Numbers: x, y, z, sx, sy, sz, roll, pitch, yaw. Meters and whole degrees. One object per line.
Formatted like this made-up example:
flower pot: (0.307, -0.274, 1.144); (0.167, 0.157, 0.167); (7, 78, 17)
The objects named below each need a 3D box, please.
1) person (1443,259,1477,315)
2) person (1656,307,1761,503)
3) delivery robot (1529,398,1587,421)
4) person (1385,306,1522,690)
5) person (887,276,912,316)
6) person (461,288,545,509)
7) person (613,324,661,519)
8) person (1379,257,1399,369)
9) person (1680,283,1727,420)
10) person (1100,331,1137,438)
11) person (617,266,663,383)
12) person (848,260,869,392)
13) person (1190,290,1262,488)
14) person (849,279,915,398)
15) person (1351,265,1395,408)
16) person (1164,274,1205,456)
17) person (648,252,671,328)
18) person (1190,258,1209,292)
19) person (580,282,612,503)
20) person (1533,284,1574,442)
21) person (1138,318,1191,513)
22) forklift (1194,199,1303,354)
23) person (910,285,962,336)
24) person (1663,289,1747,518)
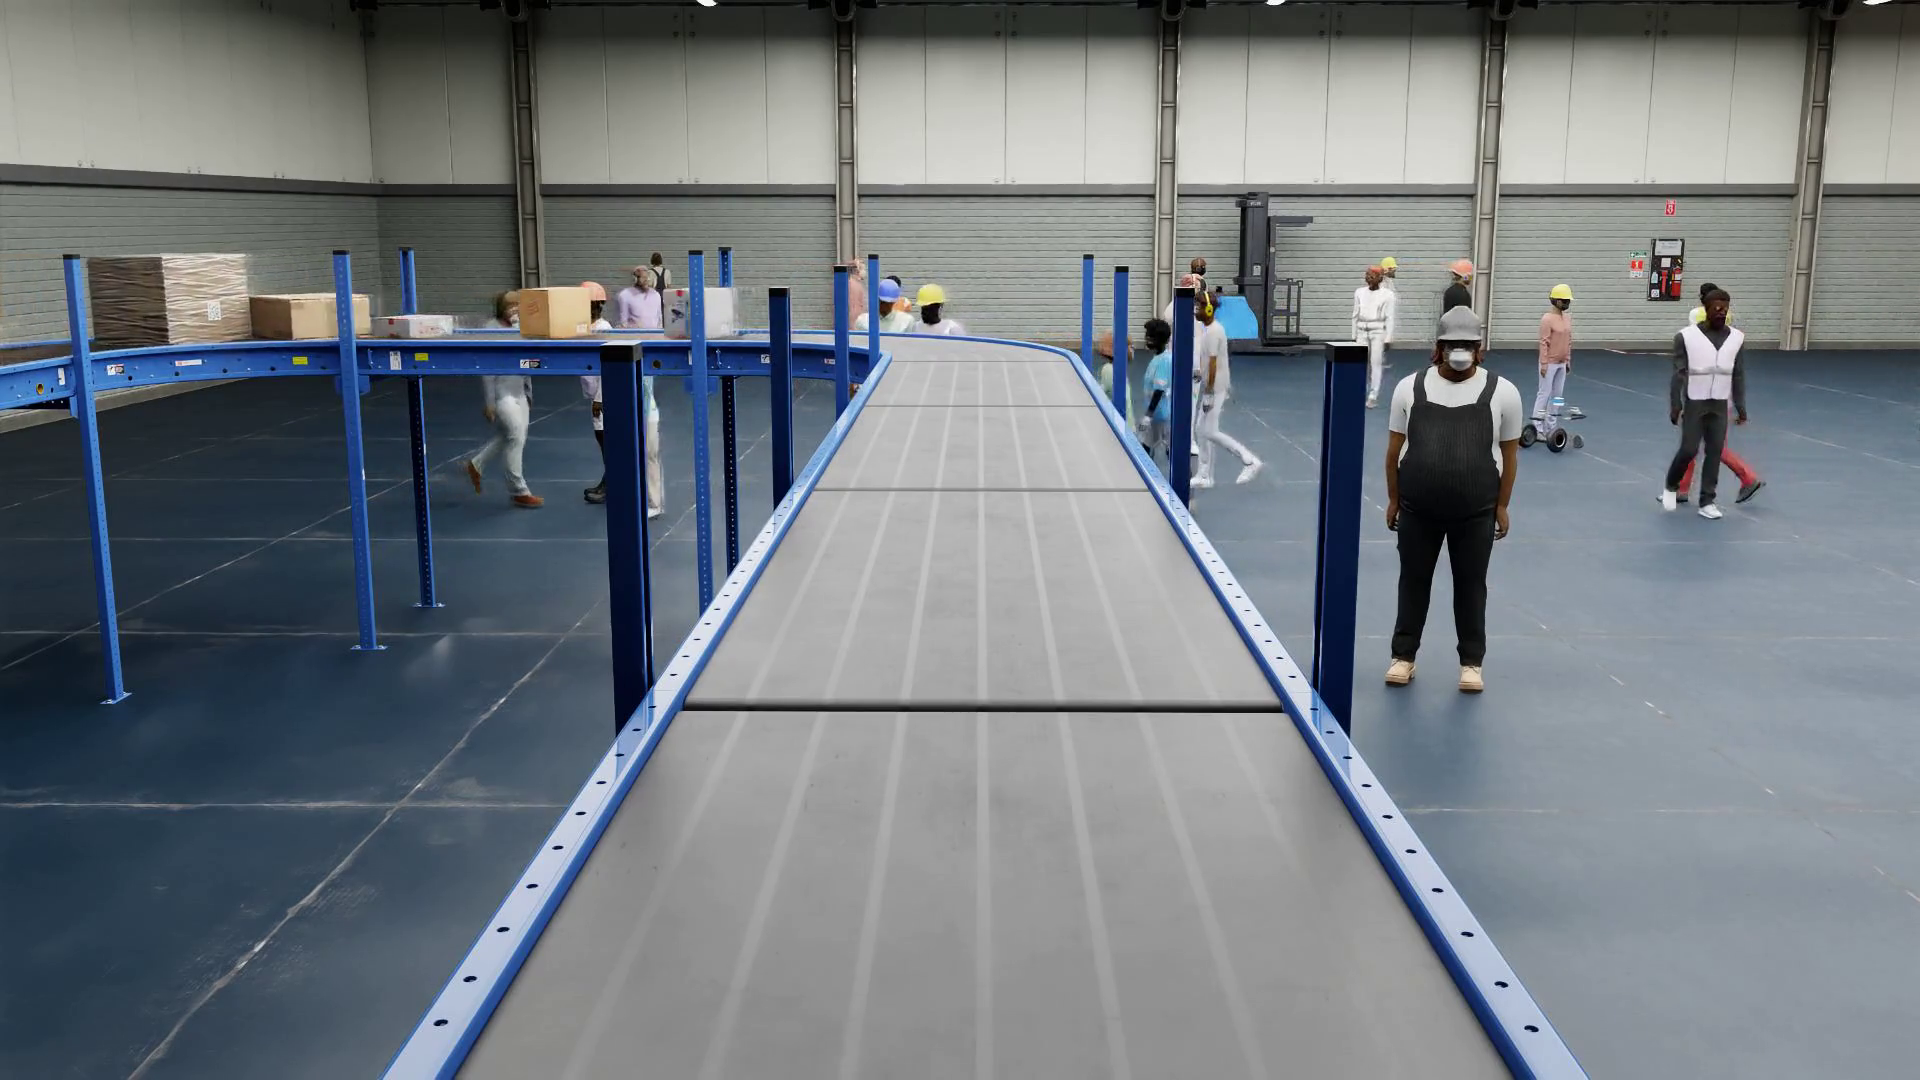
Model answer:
person: (6.280, -2.604, 21.314); (0.833, 1.968, 0.624); (-2, 11, -8)
person: (6.607, -1.167, 14.509); (0.768, 1.731, 0.512); (1, 11, 6)
delivery robot: (6.529, -1.436, 18.134); (0.698, 0.223, 0.335); (-6, 13, -28)
person: (2.593, -0.196, 8.844); (0.687, 2.000, 0.538); (4, 12, 20)
person: (-0.913, -2.796, 22.979); (0.536, 1.696, 0.322); (-5, 12, -26)
person: (-4.012, -1.227, 14.396); (0.745, 1.901, 0.688); (3, 11, 14)
person: (-2.712, -0.966, 13.756); (0.529, 1.618, 0.507); (9, 14, 37)
person: (7.100, -3.789, 27.735); (0.403, 1.831, 0.593); (4, 12, 20)
person: (9.180, -2.318, 20.527); (0.537, 1.696, 0.318); (-4, 12, -18)
person: (1.282, -0.838, 13.123); (0.410, 1.621, 0.515); (-1, 11, -4)
person: (-4.070, -2.541, 21.189); (0.650, 1.893, 0.519); (-10, 15, -41)
person: (-1.391, -3.059, 23.827); (0.609, 1.890, 0.655); (-2, 11, -11)
person: (2.422, -1.376, 15.343); (0.666, 1.841, 0.532); (0, 11, 2)
person: (-0.737, -1.528, 15.904); (0.708, 1.908, 0.515); (1, 11, 5)
person: (5.392, -2.669, 21.881); (0.611, 1.867, 0.480); (9, 14, 40)
person: (2.416, -1.862, 17.657); (0.409, 1.903, 0.638); (-4, 12, -20)
person: (-5.592, -4.396, 30.822); (0.505, 1.847, 0.346); (-7, 13, -33)
person: (3.794, -3.599, 26.735); (0.430, 1.845, 0.624); (-3, 11, -15)
person: (-3.217, -1.306, 14.704); (0.364, 1.935, 0.553); (-2, 11, -11)
person: (6.675, -1.981, 18.640); (0.517, 1.757, 0.336); (-9, 14, -38)
person: (1.594, -1.033, 14.035); (0.816, 1.657, 0.532); (-1, 11, -7)
forklift: (5.313, -4.851, 30.603); (1.873, 2.768, 1.129); (0, 11, 1)
person: (-0.278, -1.405, 15.362); (0.591, 1.869, 1.000); (7, 13, 31)
person: (6.281, -1.149, 13.980); (0.603, 1.904, 0.480); (-1, 11, -7)
